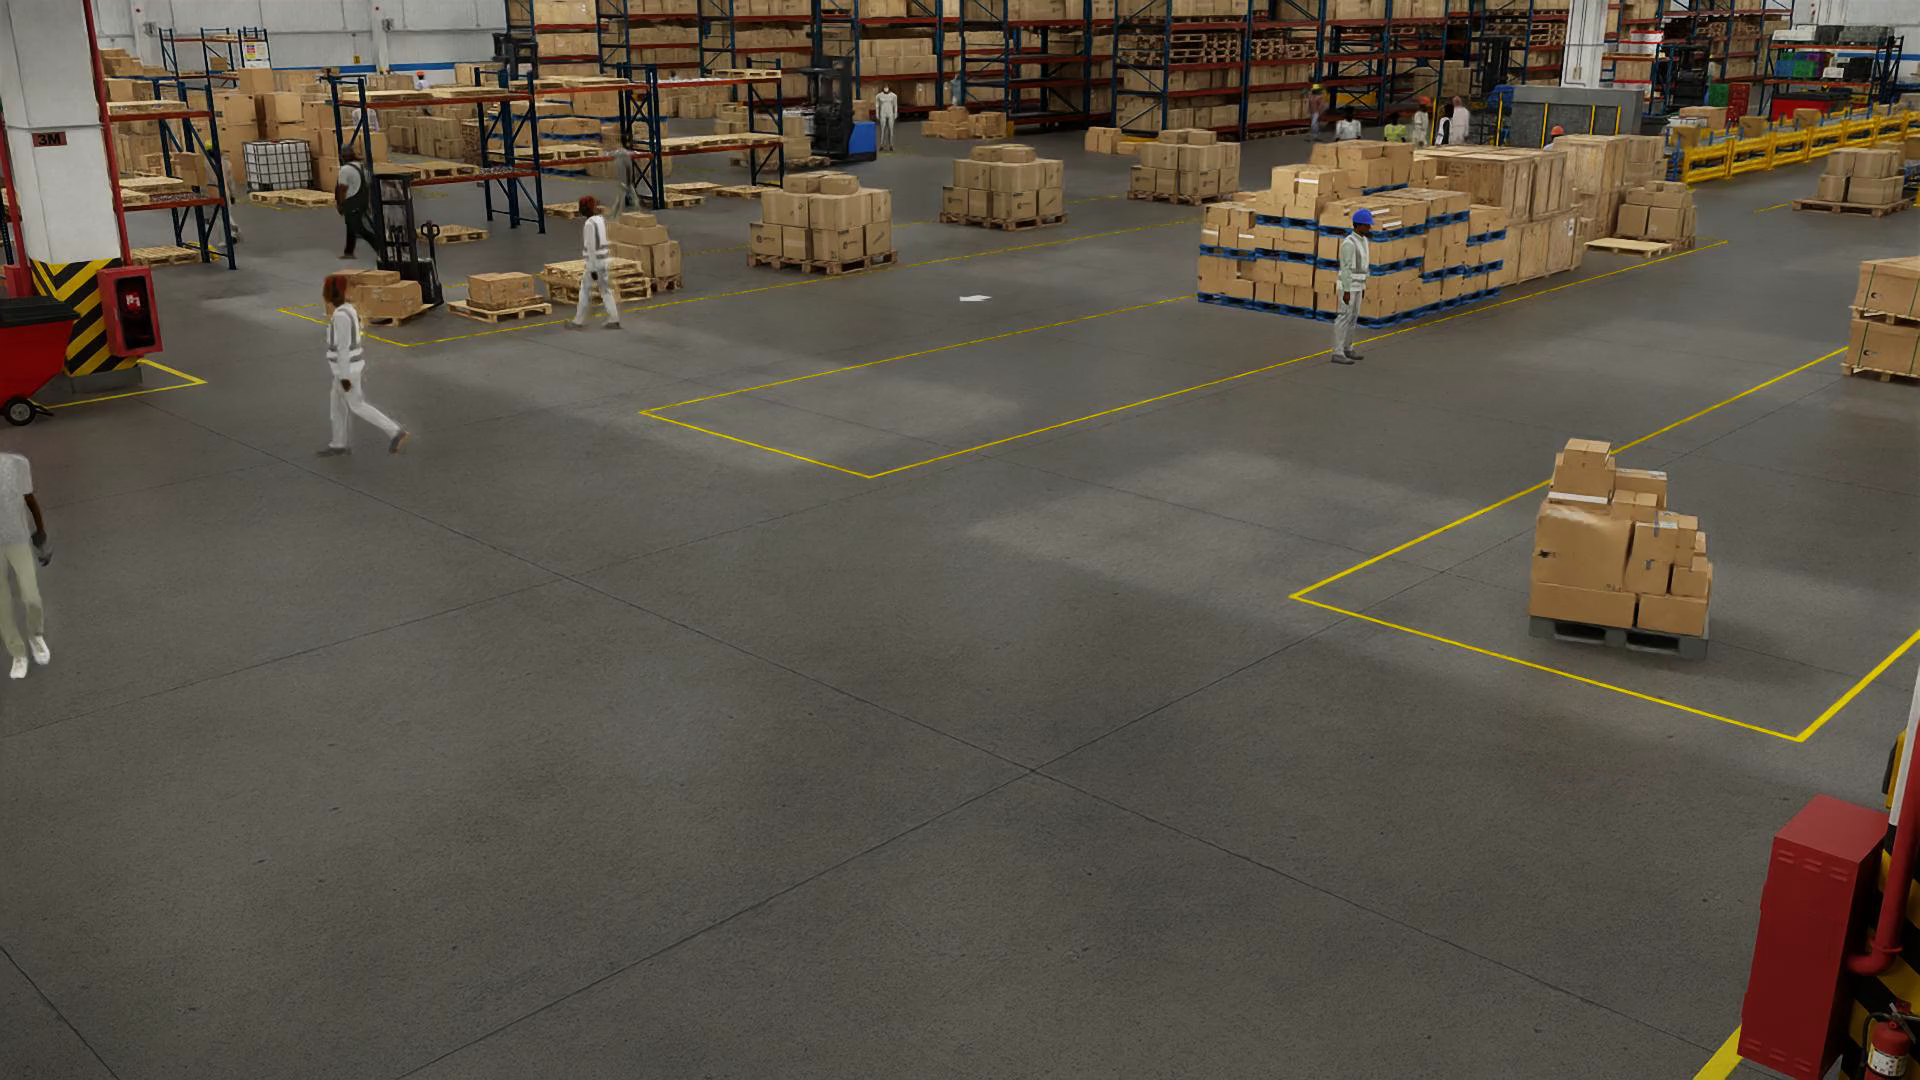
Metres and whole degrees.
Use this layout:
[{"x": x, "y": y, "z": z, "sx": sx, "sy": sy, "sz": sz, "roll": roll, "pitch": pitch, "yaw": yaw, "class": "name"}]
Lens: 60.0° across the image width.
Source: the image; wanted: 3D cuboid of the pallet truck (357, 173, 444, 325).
[{"x": -8.209, "y": -4.181, "z": 23.757, "sx": 0.823, "sy": 1.965, "sz": 1.885, "roll": 3, "pitch": 19, "yaw": 9, "class": "pallet truck"}]

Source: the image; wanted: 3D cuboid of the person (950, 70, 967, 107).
[{"x": -0.059, "y": -15.042, "z": 56.660, "sx": 0.632, "sy": 1.888, "sz": 1.026, "roll": 6, "pitch": 19, "yaw": 17, "class": "person"}]

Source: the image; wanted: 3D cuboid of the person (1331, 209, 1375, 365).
[{"x": 4.934, "y": -3.174, "z": 20.826, "sx": 0.425, "sy": 1.938, "sz": 0.603, "roll": 12, "pitch": 22, "yaw": 31, "class": "person"}]

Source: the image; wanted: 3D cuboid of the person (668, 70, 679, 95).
[{"x": -10.783, "y": -16.966, "z": 62.883, "sx": 0.502, "sy": 1.614, "sz": 0.761, "roll": 12, "pitch": 22, "yaw": 33, "class": "person"}]

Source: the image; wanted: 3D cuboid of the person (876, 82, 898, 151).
[{"x": -2.126, "y": -12.282, "z": 48.258, "sx": 0.635, "sy": 1.937, "sz": 0.352, "roll": -2, "pitch": 18, "yaw": -5, "class": "person"}]

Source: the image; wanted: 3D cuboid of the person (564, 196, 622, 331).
[{"x": -5.062, "y": -3.790, "z": 22.813, "sx": 0.778, "sy": 1.851, "sz": 0.594, "roll": 3, "pitch": 19, "yaw": 10, "class": "person"}]

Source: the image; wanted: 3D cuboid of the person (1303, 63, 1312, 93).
[{"x": 14.211, "y": -18.699, "z": 68.067, "sx": 0.266, "sy": 1.631, "sz": 0.507, "roll": 16, "pitch": 24, "yaw": 40, "class": "person"}]

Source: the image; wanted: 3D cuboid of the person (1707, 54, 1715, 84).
[{"x": 33.052, "y": -20.586, "z": 73.551, "sx": 0.363, "sy": 1.751, "sz": 0.548, "roll": -15, "pitch": 24, "yaw": -38, "class": "person"}]

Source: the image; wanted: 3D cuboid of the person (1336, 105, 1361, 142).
[{"x": 9.090, "y": -9.251, "z": 39.126, "sx": 0.607, "sy": 1.940, "sz": 0.860, "roll": -4, "pitch": 19, "yaw": -12, "class": "person"}]

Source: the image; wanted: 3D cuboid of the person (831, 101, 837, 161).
[{"x": -3.371, "y": -10.984, "z": 44.811, "sx": 0.515, "sy": 1.641, "sz": 0.314, "roll": -14, "pitch": 23, "yaw": -36, "class": "person"}]

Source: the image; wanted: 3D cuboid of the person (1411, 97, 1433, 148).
[{"x": 11.370, "y": -9.824, "z": 40.766, "sx": 0.630, "sy": 1.990, "sz": 1.051, "roll": -17, "pitch": 25, "yaw": -42, "class": "person"}]

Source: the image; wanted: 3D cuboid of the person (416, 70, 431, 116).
[{"x": -18.166, "y": -14.975, "z": 56.437, "sx": 0.962, "sy": 1.903, "sz": 0.555, "roll": 11, "pitch": 21, "yaw": 29, "class": "person"}]

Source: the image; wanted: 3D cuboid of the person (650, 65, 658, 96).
[{"x": -11.905, "y": -17.518, "z": 64.408, "sx": 0.537, "sy": 1.697, "sz": 0.320, "roll": -17, "pitch": 25, "yaw": -41, "class": "person"}]

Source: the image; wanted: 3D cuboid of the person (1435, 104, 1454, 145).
[{"x": 11.532, "y": -9.408, "z": 39.629, "sx": 0.392, "sy": 1.920, "sz": 0.587, "roll": 2, "pitch": 19, "yaw": 7, "class": "person"}]

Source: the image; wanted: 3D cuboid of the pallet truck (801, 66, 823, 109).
[{"x": -4.812, "y": -15.182, "z": 56.903, "sx": 0.823, "sy": 1.965, "sz": 1.885, "roll": -9, "pitch": 21, "yaw": -26, "class": "pallet truck"}]

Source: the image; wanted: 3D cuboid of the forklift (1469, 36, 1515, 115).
[{"x": 19.973, "y": -17.201, "z": 61.605, "sx": 1.873, "sy": 2.768, "sz": 1.129, "roll": 16, "pitch": 24, "yaw": 40, "class": "forklift"}]

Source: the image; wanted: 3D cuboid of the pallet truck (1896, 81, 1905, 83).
[{"x": 34.802, "y": -16.331, "z": 61.455, "sx": 0.653, "sy": 1.274, "sz": 1.630, "roll": 17, "pitch": 25, "yaw": 41, "class": "pallet truck"}]

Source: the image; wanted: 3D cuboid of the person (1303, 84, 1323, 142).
[{"x": 10.783, "y": -13.043, "z": 50.875, "sx": 0.865, "sy": 1.729, "sz": 0.525, "roll": -10, "pitch": 21, "yaw": -27, "class": "person"}]

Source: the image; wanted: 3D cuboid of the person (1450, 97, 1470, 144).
[{"x": 12.672, "y": -10.385, "z": 42.617, "sx": 0.680, "sy": 1.889, "sz": 0.504, "roll": -3, "pitch": 19, "yaw": -10, "class": "person"}]

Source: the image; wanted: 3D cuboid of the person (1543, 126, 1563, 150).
[{"x": 11.781, "y": -7.239, "z": 33.066, "sx": 0.550, "sy": 1.935, "sz": 0.376, "roll": -2, "pitch": 18, "yaw": -5, "class": "person"}]

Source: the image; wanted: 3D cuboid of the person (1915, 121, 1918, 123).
[{"x": 33.872, "y": -15.484, "z": 58.184, "sx": 0.967, "sy": 1.762, "sz": 0.615, "roll": 12, "pitch": 22, "yaw": 32, "class": "person"}]

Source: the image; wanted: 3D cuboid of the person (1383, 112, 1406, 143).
[{"x": 10.618, "y": -9.621, "z": 40.663, "sx": 0.552, "sy": 1.668, "sz": 0.592, "roll": 8, "pitch": 20, "yaw": 23, "class": "person"}]

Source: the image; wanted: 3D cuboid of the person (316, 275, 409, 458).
[{"x": -6.040, "y": -1.726, "z": 16.594, "sx": 0.860, "sy": 1.858, "sz": 0.584, "roll": -5, "pitch": 19, "yaw": -15, "class": "person"}]

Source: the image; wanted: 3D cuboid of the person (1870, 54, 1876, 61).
[{"x": 38.240, "y": -19.449, "z": 69.952, "sx": 0.742, "sy": 1.873, "sz": 0.633, "roll": -15, "pitch": 24, "yaw": -39, "class": "person"}]

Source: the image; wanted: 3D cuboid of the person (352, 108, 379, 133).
[{"x": -15.312, "y": -10.469, "z": 42.957, "sx": 0.621, "sy": 1.838, "sz": 0.429, "roll": -3, "pitch": 19, "yaw": -9, "class": "person"}]

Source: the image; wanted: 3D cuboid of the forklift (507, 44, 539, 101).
[{"x": -13.992, "y": -14.562, "z": 53.656, "sx": 1.873, "sy": 2.768, "sz": 1.129, "roll": 17, "pitch": 25, "yaw": 41, "class": "forklift"}]

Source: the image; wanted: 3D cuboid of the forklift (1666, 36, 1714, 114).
[{"x": 27.341, "y": -17.291, "z": 61.877, "sx": 1.129, "sy": 2.768, "sz": 1.873, "roll": 17, "pitch": 25, "yaw": 41, "class": "forklift"}]

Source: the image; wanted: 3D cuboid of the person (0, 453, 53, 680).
[{"x": -6.461, "y": 0.050, "z": 11.235, "sx": 0.558, "sy": 1.851, "sz": 0.392, "roll": -9, "pitch": 20, "yaw": -24, "class": "person"}]

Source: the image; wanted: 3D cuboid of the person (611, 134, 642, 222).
[{"x": -6.524, "y": -7.009, "z": 32.561, "sx": 0.984, "sy": 1.818, "sz": 0.540, "roll": -17, "pitch": 25, "yaw": -41, "class": "person"}]

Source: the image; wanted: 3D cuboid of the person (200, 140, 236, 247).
[{"x": -13.525, "y": -6.304, "z": 30.277, "sx": 0.413, "sy": 1.916, "sz": 0.582, "roll": 17, "pitch": 24, "yaw": 41, "class": "person"}]

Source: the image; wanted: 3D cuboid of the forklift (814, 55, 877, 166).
[{"x": -3.234, "y": -11.483, "z": 44.378, "sx": 1.129, "sy": 2.768, "sz": 1.873, "roll": 17, "pitch": 25, "yaw": 41, "class": "forklift"}]

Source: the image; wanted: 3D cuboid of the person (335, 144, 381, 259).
[{"x": -10.412, "y": -5.861, "z": 28.753, "sx": 0.918, "sy": 2.000, "sz": 0.702, "roll": 2, "pitch": 18, "yaw": 5, "class": "person"}]

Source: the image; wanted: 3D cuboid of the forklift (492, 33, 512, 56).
[{"x": -18.164, "y": -18.751, "z": 66.277, "sx": 1.129, "sy": 2.768, "sz": 1.873, "roll": 17, "pitch": 25, "yaw": 41, "class": "forklift"}]
